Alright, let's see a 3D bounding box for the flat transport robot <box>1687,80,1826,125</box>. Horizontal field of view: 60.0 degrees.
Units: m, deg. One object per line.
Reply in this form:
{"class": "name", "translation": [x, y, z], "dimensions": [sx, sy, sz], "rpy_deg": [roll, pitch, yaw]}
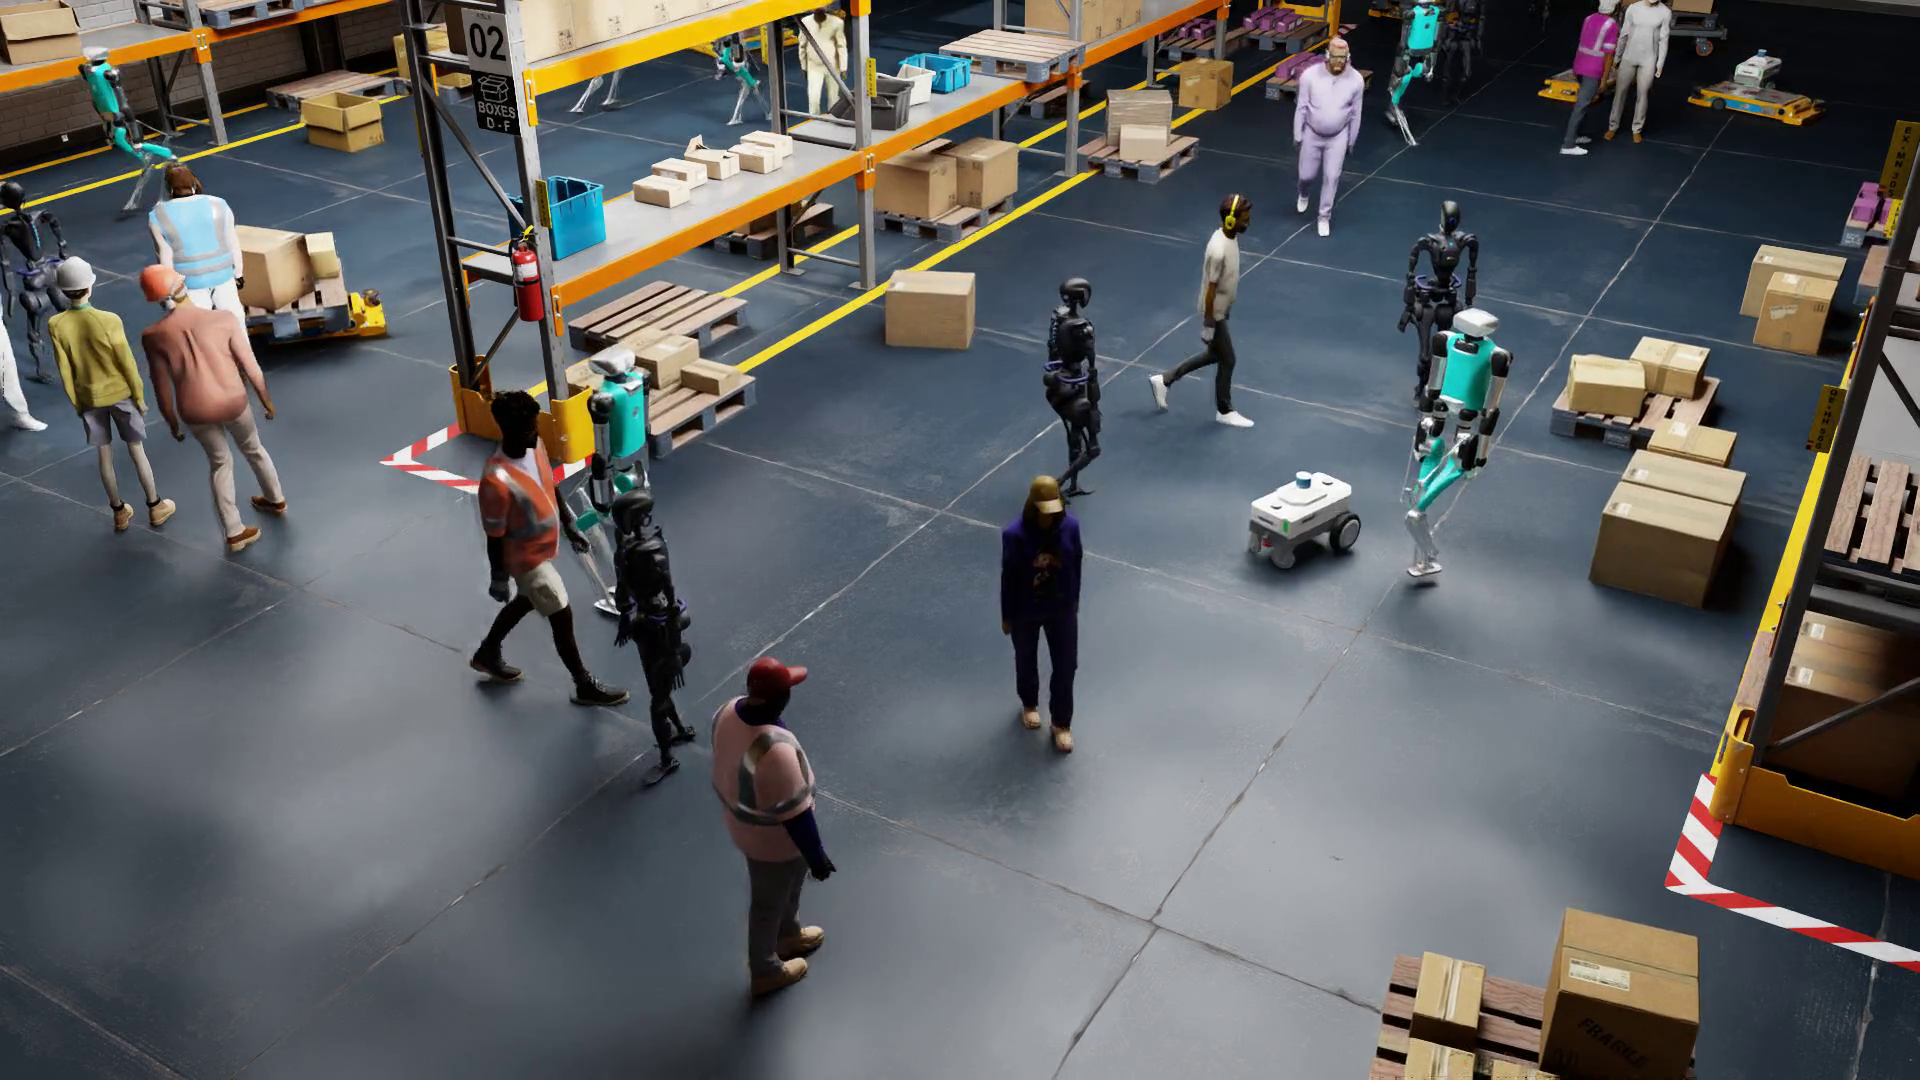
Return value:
{"class": "flat transport robot", "translation": [9.802, -5.384, 20.465], "dimensions": [0.659, 0.231, 1.431], "rpy_deg": [-24, 37, -35]}

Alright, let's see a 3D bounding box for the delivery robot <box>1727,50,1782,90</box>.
{"class": "delivery robot", "translation": [10.090, -5.896, 21.099], "dimensions": [0.515, 0.612, 0.783], "rpy_deg": [26, 38, 37]}

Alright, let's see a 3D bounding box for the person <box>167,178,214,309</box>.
{"class": "person", "translation": [-6.156, -2.221, 13.482], "dimensions": [0.287, 1.633, 0.497], "rpy_deg": [21, 35, 32]}

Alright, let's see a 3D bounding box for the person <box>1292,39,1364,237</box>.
{"class": "person", "translation": [3.594, -3.980, 16.334], "dimensions": [0.657, 1.887, 0.647], "rpy_deg": [4, 30, 7]}

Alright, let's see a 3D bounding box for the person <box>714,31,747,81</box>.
{"class": "person", "translation": [-3.012, -6.970, 21.572], "dimensions": [0.490, 1.945, 0.432], "rpy_deg": [5, 30, 9]}

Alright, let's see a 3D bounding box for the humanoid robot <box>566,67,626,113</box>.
{"class": "humanoid robot", "translation": [-4.421, -6.032, 20.121], "dimensions": [0.905, 1.773, 0.539], "rpy_deg": [-24, 38, -36]}

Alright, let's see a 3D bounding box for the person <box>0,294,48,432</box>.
{"class": "person", "translation": [-7.306, -1.664, 12.225], "dimensions": [0.669, 1.905, 0.595], "rpy_deg": [10, 31, 17]}

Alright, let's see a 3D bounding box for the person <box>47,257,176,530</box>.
{"class": "person", "translation": [-5.626, -0.941, 10.963], "dimensions": [0.474, 1.891, 0.385], "rpy_deg": [-6, 30, -10]}

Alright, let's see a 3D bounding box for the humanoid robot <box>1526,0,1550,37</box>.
{"class": "humanoid robot", "translation": [8.414, -8.134, 23.916], "dimensions": [0.602, 1.643, 0.603], "rpy_deg": [10, 31, 18]}

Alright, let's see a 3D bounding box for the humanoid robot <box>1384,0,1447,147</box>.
{"class": "humanoid robot", "translation": [5.135, -5.507, 19.262], "dimensions": [0.548, 1.778, 1.053], "rpy_deg": [-9, 31, -15]}

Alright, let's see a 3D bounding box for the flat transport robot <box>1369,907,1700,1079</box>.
{"class": "flat transport robot", "translation": [2.226, 2.438, 6.630], "dimensions": [0.659, 0.231, 1.431], "rpy_deg": [10, 31, 18]}

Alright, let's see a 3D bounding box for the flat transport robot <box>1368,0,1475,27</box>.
{"class": "flat transport robot", "translation": [6.910, -7.882, 24.884], "dimensions": [0.659, 0.231, 1.431], "rpy_deg": [-26, 39, -38]}

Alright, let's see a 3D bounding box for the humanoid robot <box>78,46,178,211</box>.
{"class": "humanoid robot", "translation": [-8.272, -4.149, 16.746], "dimensions": [0.540, 1.719, 0.780], "rpy_deg": [16, 33, 26]}

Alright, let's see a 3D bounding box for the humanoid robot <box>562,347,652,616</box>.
{"class": "humanoid robot", "translation": [-2.184, -0.372, 10.040], "dimensions": [0.693, 1.729, 0.530], "rpy_deg": [12, 32, 20]}

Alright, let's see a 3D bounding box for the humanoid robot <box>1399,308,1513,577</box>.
{"class": "humanoid robot", "translation": [2.946, -0.510, 10.392], "dimensions": [0.823, 1.794, 0.541], "rpy_deg": [-24, 37, -35]}

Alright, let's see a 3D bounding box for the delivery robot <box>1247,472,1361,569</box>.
{"class": "delivery robot", "translation": [2.248, -0.171, 10.959], "dimensions": [0.771, 0.599, 0.519], "rpy_deg": [-23, 37, -34]}

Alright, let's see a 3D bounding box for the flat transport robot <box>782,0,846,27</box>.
{"class": "flat transport robot", "translation": [-2.491, -7.893, 24.904], "dimensions": [1.431, 0.231, 0.659], "rpy_deg": [-18, 34, -29]}

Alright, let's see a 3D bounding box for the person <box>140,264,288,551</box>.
{"class": "person", "translation": [-4.850, -0.894, 10.850], "dimensions": [0.686, 1.922, 0.770], "rpy_deg": [-11, 31, -19]}

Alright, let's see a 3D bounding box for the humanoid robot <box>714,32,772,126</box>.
{"class": "humanoid robot", "translation": [-2.537, -5.751, 19.708], "dimensions": [0.848, 1.856, 0.546], "rpy_deg": [-20, 35, -31]}

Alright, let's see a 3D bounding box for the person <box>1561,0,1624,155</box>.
{"class": "person", "translation": [7.135, -5.268, 18.699], "dimensions": [0.663, 1.813, 0.552], "rpy_deg": [-11, 31, -19]}

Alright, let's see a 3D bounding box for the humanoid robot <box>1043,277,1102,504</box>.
{"class": "humanoid robot", "translation": [0.744, -1.013, 11.319], "dimensions": [0.480, 1.643, 0.616], "rpy_deg": [-14, 33, -24]}

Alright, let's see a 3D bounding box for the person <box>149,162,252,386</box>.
{"class": "person", "translation": [-5.880, -2.026, 12.929], "dimensions": [0.624, 1.844, 0.429], "rpy_deg": [-21, 36, -32]}

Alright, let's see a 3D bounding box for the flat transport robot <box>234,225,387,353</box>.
{"class": "flat transport robot", "translation": [-5.689, -1.867, 14.243], "dimensions": [1.431, 0.231, 0.659], "rpy_deg": [-11, 31, -18]}

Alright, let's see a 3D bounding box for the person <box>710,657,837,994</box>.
{"class": "person", "translation": [-0.755, 1.233, 7.265], "dimensions": [0.580, 1.736, 0.654], "rpy_deg": [-15, 33, -25]}

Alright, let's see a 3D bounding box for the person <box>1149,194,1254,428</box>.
{"class": "person", "translation": [1.853, -1.712, 12.379], "dimensions": [0.758, 1.838, 0.533], "rpy_deg": [9, 31, 16]}

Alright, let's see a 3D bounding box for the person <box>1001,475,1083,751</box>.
{"class": "person", "translation": [0.442, 0.393, 8.881], "dimensions": [0.464, 1.596, 0.628], "rpy_deg": [-4, 30, -8]}

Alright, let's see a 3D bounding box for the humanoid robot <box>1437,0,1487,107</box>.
{"class": "humanoid robot", "translation": [6.115, -6.130, 20.359], "dimensions": [0.613, 1.642, 0.352], "rpy_deg": [-5, 30, -9]}

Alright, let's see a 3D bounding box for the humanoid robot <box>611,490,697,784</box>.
{"class": "humanoid robot", "translation": [-1.573, 0.480, 8.671], "dimensions": [0.443, 1.655, 0.603], "rpy_deg": [-22, 36, -33]}

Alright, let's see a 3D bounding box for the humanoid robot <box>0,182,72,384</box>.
{"class": "humanoid robot", "translation": [-7.247, -2.024, 13.094], "dimensions": [0.524, 1.642, 0.612], "rpy_deg": [16, 33, 26]}

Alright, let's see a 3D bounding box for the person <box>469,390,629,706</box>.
{"class": "person", "translation": [-2.409, 0.036, 9.201], "dimensions": [0.954, 1.925, 0.599], "rpy_deg": [2, 30, 4]}

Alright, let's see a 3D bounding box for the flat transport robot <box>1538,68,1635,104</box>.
{"class": "flat transport robot", "translation": [8.020, -5.825, 21.246], "dimensions": [0.659, 0.231, 1.431], "rpy_deg": [24, 37, 36]}

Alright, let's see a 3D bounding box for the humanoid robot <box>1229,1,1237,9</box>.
{"class": "humanoid robot", "translation": [3.969, -8.837, 25.193], "dimensions": [0.786, 1.631, 0.600], "rpy_deg": [-24, 38, -36]}

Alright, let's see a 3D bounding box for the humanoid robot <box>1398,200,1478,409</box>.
{"class": "humanoid robot", "translation": [3.674, -1.808, 12.718], "dimensions": [0.602, 1.641, 0.479], "rpy_deg": [-4, 30, -7]}

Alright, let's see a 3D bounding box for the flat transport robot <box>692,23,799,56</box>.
{"class": "flat transport robot", "translation": [-2.987, -7.031, 23.380], "dimensions": [1.431, 0.231, 0.659], "rpy_deg": [-22, 36, -34]}

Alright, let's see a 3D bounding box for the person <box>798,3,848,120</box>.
{"class": "person", "translation": [-1.564, -5.365, 18.987], "dimensions": [0.577, 1.688, 0.794], "rpy_deg": [1, 29, 2]}

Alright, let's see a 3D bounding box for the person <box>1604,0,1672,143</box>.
{"class": "person", "translation": [7.774, -5.503, 19.038], "dimensions": [0.569, 1.889, 0.388], "rpy_deg": [14, 32, 23]}
